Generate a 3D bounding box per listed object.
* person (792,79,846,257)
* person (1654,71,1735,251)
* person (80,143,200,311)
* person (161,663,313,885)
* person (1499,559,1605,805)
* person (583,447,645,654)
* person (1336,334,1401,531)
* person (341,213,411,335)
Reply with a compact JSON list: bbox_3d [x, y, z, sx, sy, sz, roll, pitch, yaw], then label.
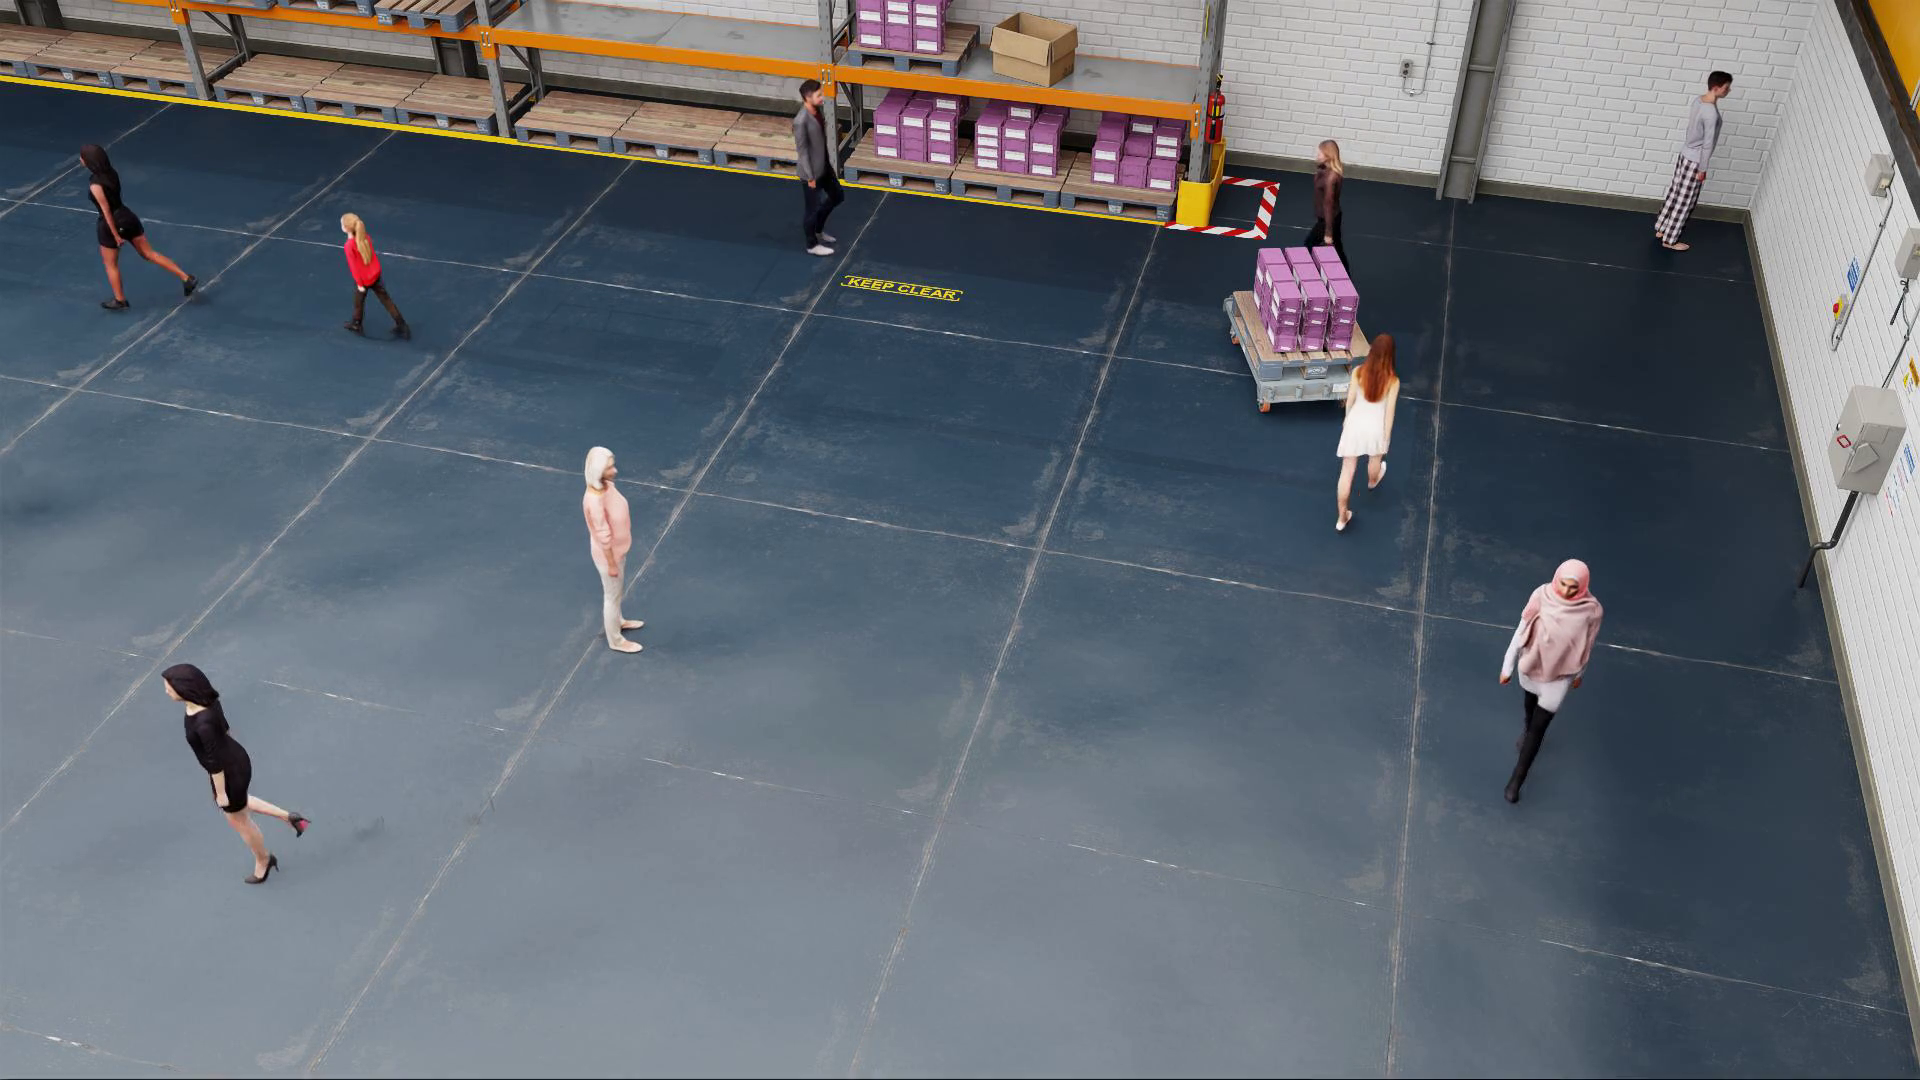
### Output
[{"bbox_3d":[-1.532,-3.718,16.596,0.627,1.859,0.704,10,40,12],"label":"person"},{"bbox_3d":[7.394,-3.837,16.755,0.616,1.847,0.683,1,39,1],"label":"person"},{"bbox_3d":[-7.866,-2.952,15.756,1.229,1.711,0.813,0,39,-1],"label":"person"},{"bbox_3d":[-4.396,1.422,10.214,0.877,1.792,0.809,-15,41,-18],"label":"person"},{"bbox_3d":[3.889,0.814,11.008,1.161,1.751,0.903,19,42,22],"label":"person"},{"bbox_3d":[-2.520,0.050,11.987,0.626,1.724,0.660,-3,39,-3],"label":"person"},{"bbox_3d":[3.170,-0.815,13.112,1.086,1.671,0.816,18,42,22],"label":"person"},{"bbox_3d":[-5.464,-2.431,15.473,0.927,1.249,0.554,13,41,16],"label":"person"}]
